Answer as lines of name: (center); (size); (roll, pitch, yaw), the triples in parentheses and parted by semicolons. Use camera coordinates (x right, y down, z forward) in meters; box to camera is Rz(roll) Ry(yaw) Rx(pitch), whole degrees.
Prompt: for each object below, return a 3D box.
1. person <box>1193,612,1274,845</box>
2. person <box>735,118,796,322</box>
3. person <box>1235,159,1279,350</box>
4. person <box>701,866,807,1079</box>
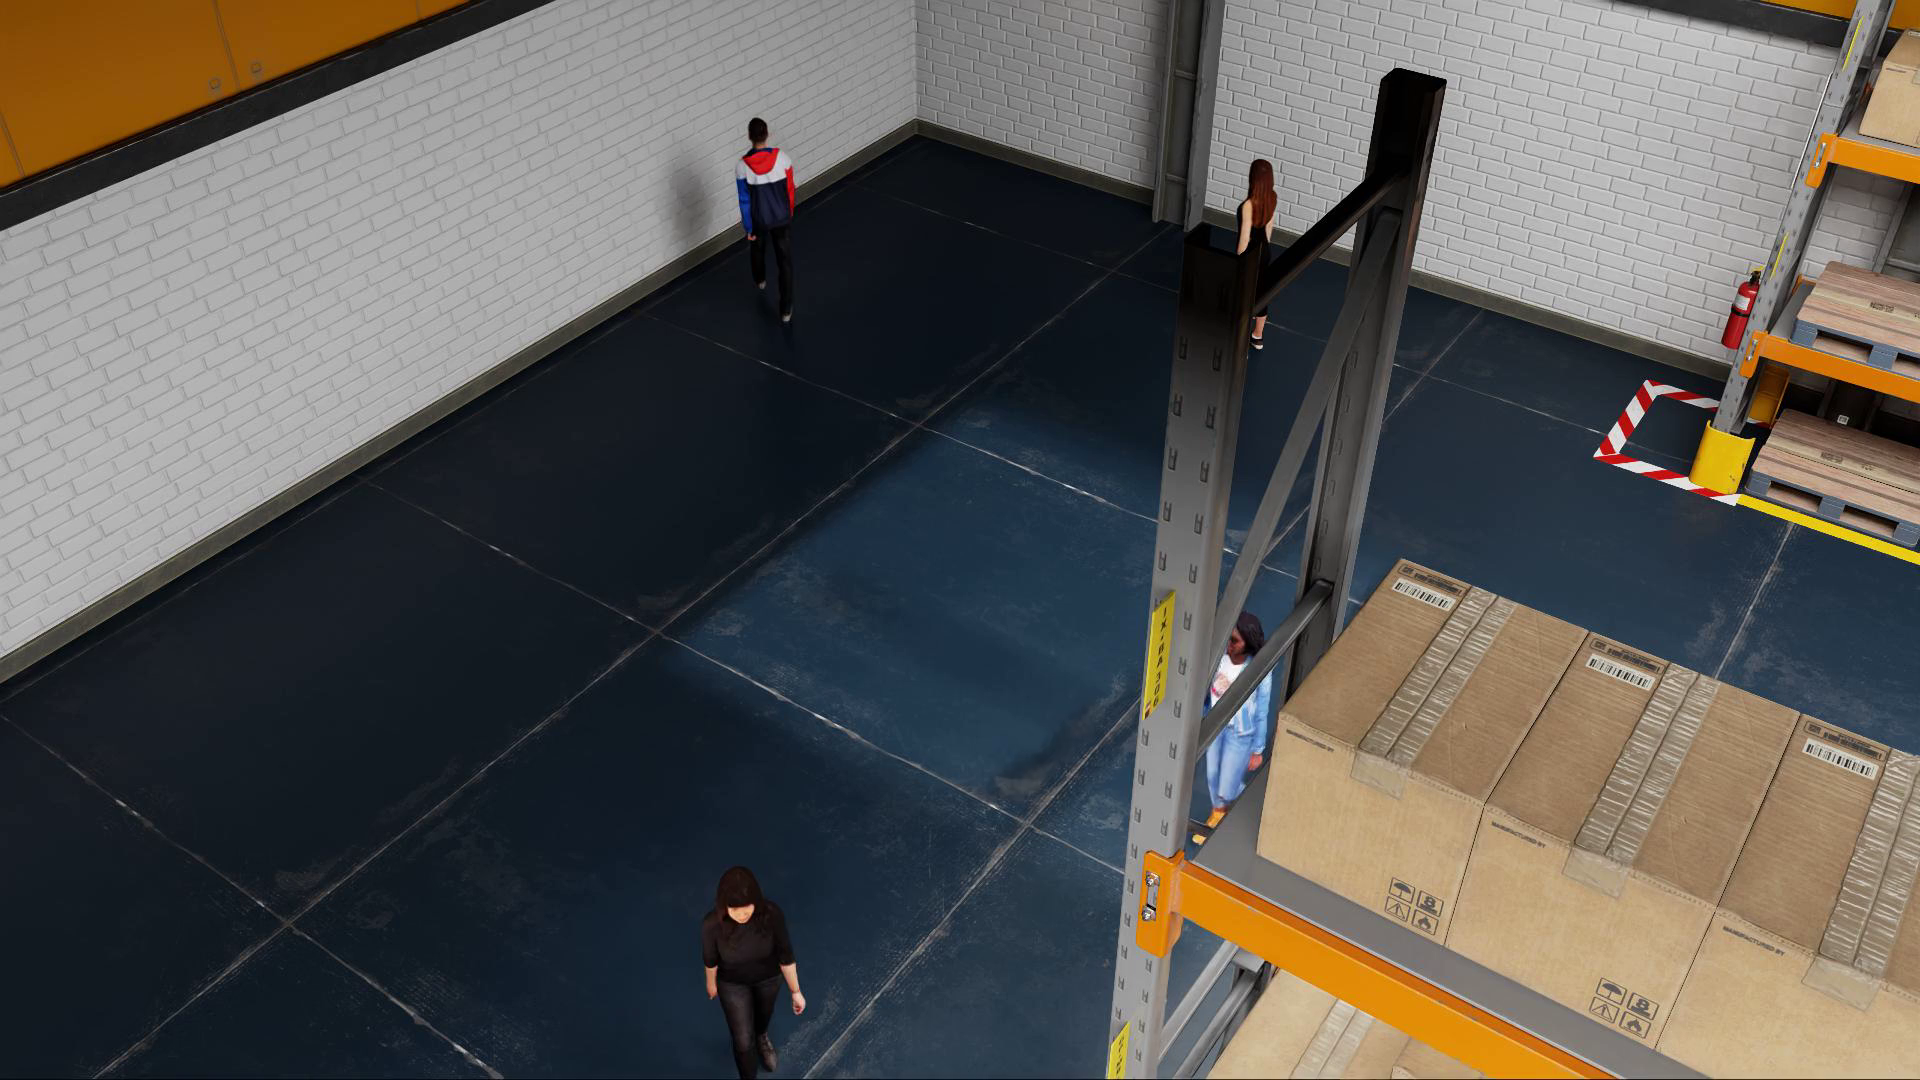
person: (1.591, 1.049, 9.356); (0.786, 1.702, 0.713); (-26, 45, -29)
person: (-1.583, -2.669, 13.999); (1.120, 1.719, 1.186); (-7, 39, -9)
person: (2.376, -2.291, 13.520); (0.613, 1.726, 0.582); (-30, 48, -32)
person: (-1.041, 2.067, 8.146); (0.842, 1.622, 0.935); (-13, 40, -16)
